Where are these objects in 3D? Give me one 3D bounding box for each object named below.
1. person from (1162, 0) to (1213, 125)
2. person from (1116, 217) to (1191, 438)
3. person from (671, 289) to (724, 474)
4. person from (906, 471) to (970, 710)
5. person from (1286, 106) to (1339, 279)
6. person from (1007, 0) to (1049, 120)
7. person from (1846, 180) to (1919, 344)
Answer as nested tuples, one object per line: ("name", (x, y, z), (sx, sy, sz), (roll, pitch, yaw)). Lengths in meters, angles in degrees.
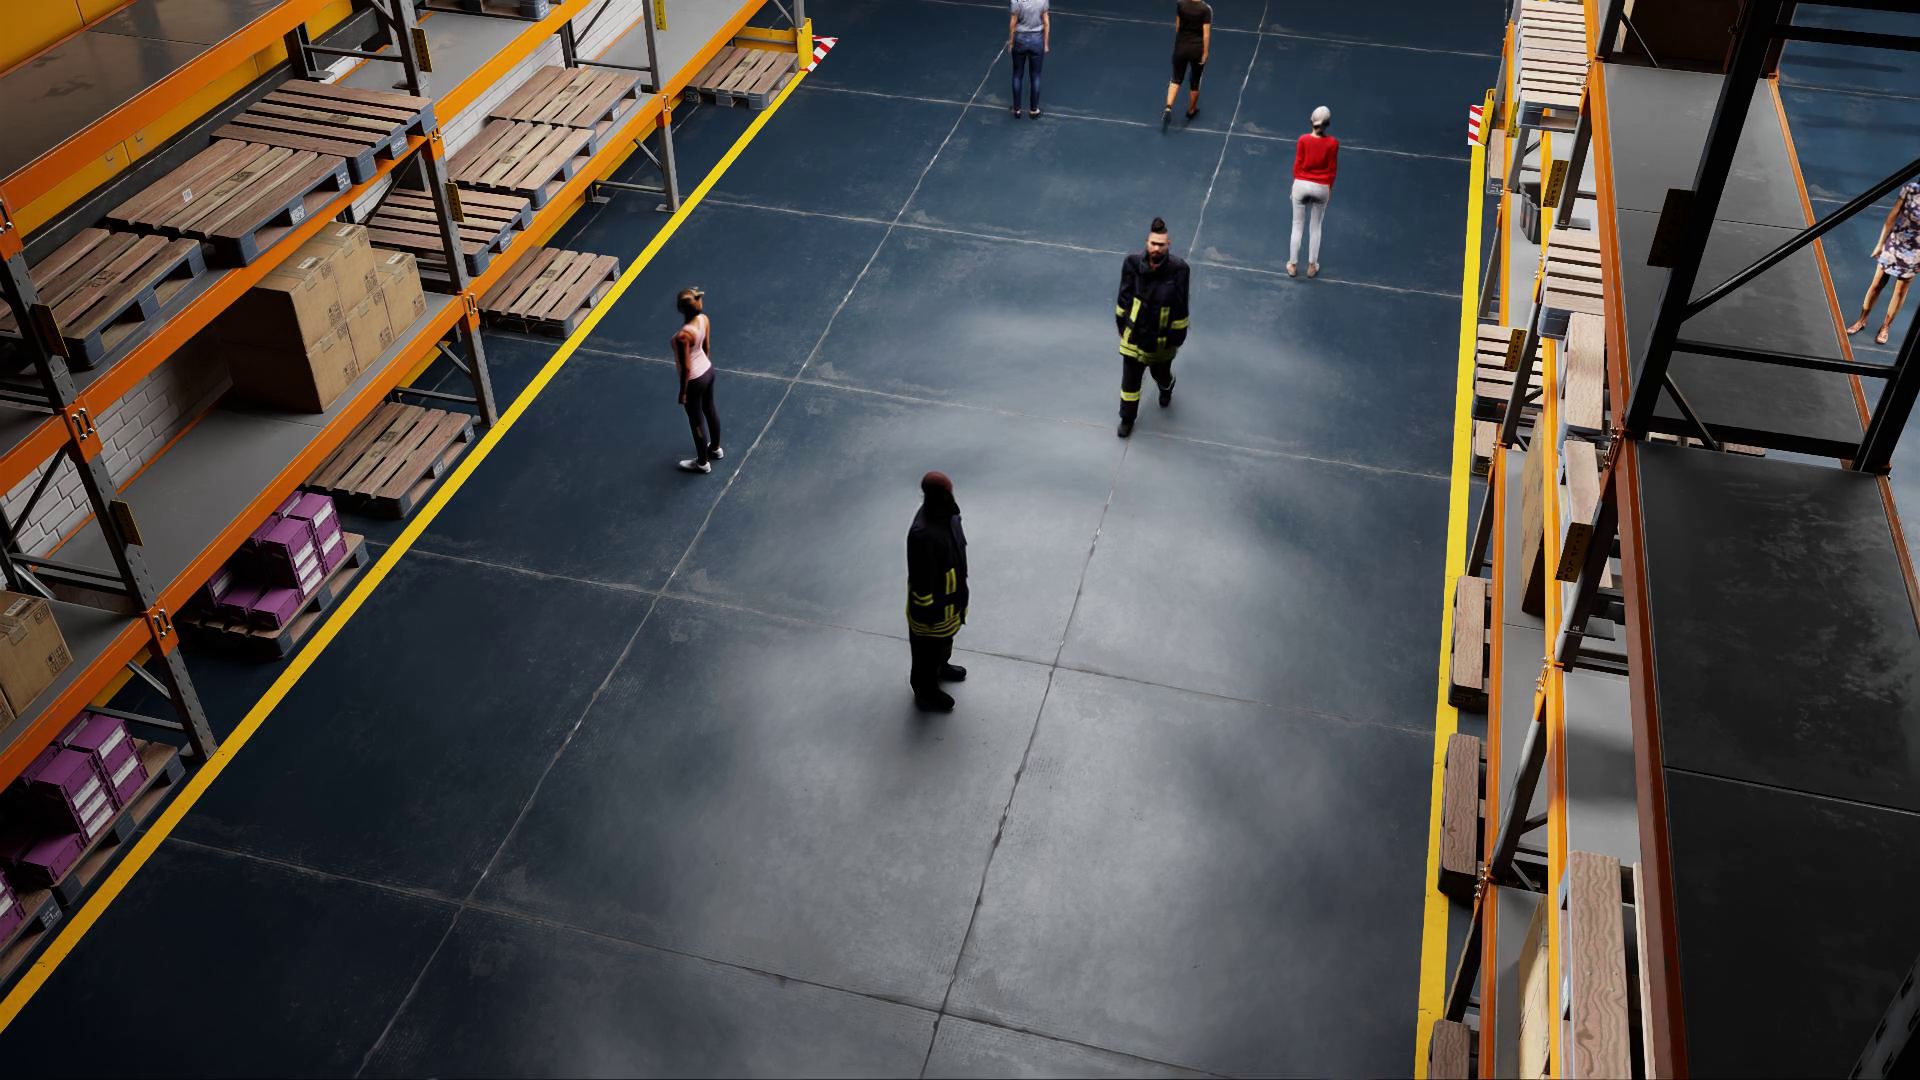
("person", (2.484, -5.345, 18.226), (0.731, 1.657, 0.979), (20, 43, 23))
("person", (1.588, -1.795, 13.634), (0.780, 1.840, 1.008), (11, 40, 14))
("person", (-2.073, -1.275, 13.143), (0.655, 1.640, 0.530), (15, 41, 18))
("person", (-0.171, 0.288, 11.040), (0.826, 1.821, 0.633), (14, 41, 16))
("person", (3.291, -3.263, 15.590), (0.562, 1.693, 0.540), (7, 39, 8))
("person", (0.749, -5.494, 18.371), (0.657, 1.709, 0.606), (5, 39, 6))
("person", (8.347, -2.565, 14.684), (0.670, 1.733, 0.654), (27, 46, 30))
